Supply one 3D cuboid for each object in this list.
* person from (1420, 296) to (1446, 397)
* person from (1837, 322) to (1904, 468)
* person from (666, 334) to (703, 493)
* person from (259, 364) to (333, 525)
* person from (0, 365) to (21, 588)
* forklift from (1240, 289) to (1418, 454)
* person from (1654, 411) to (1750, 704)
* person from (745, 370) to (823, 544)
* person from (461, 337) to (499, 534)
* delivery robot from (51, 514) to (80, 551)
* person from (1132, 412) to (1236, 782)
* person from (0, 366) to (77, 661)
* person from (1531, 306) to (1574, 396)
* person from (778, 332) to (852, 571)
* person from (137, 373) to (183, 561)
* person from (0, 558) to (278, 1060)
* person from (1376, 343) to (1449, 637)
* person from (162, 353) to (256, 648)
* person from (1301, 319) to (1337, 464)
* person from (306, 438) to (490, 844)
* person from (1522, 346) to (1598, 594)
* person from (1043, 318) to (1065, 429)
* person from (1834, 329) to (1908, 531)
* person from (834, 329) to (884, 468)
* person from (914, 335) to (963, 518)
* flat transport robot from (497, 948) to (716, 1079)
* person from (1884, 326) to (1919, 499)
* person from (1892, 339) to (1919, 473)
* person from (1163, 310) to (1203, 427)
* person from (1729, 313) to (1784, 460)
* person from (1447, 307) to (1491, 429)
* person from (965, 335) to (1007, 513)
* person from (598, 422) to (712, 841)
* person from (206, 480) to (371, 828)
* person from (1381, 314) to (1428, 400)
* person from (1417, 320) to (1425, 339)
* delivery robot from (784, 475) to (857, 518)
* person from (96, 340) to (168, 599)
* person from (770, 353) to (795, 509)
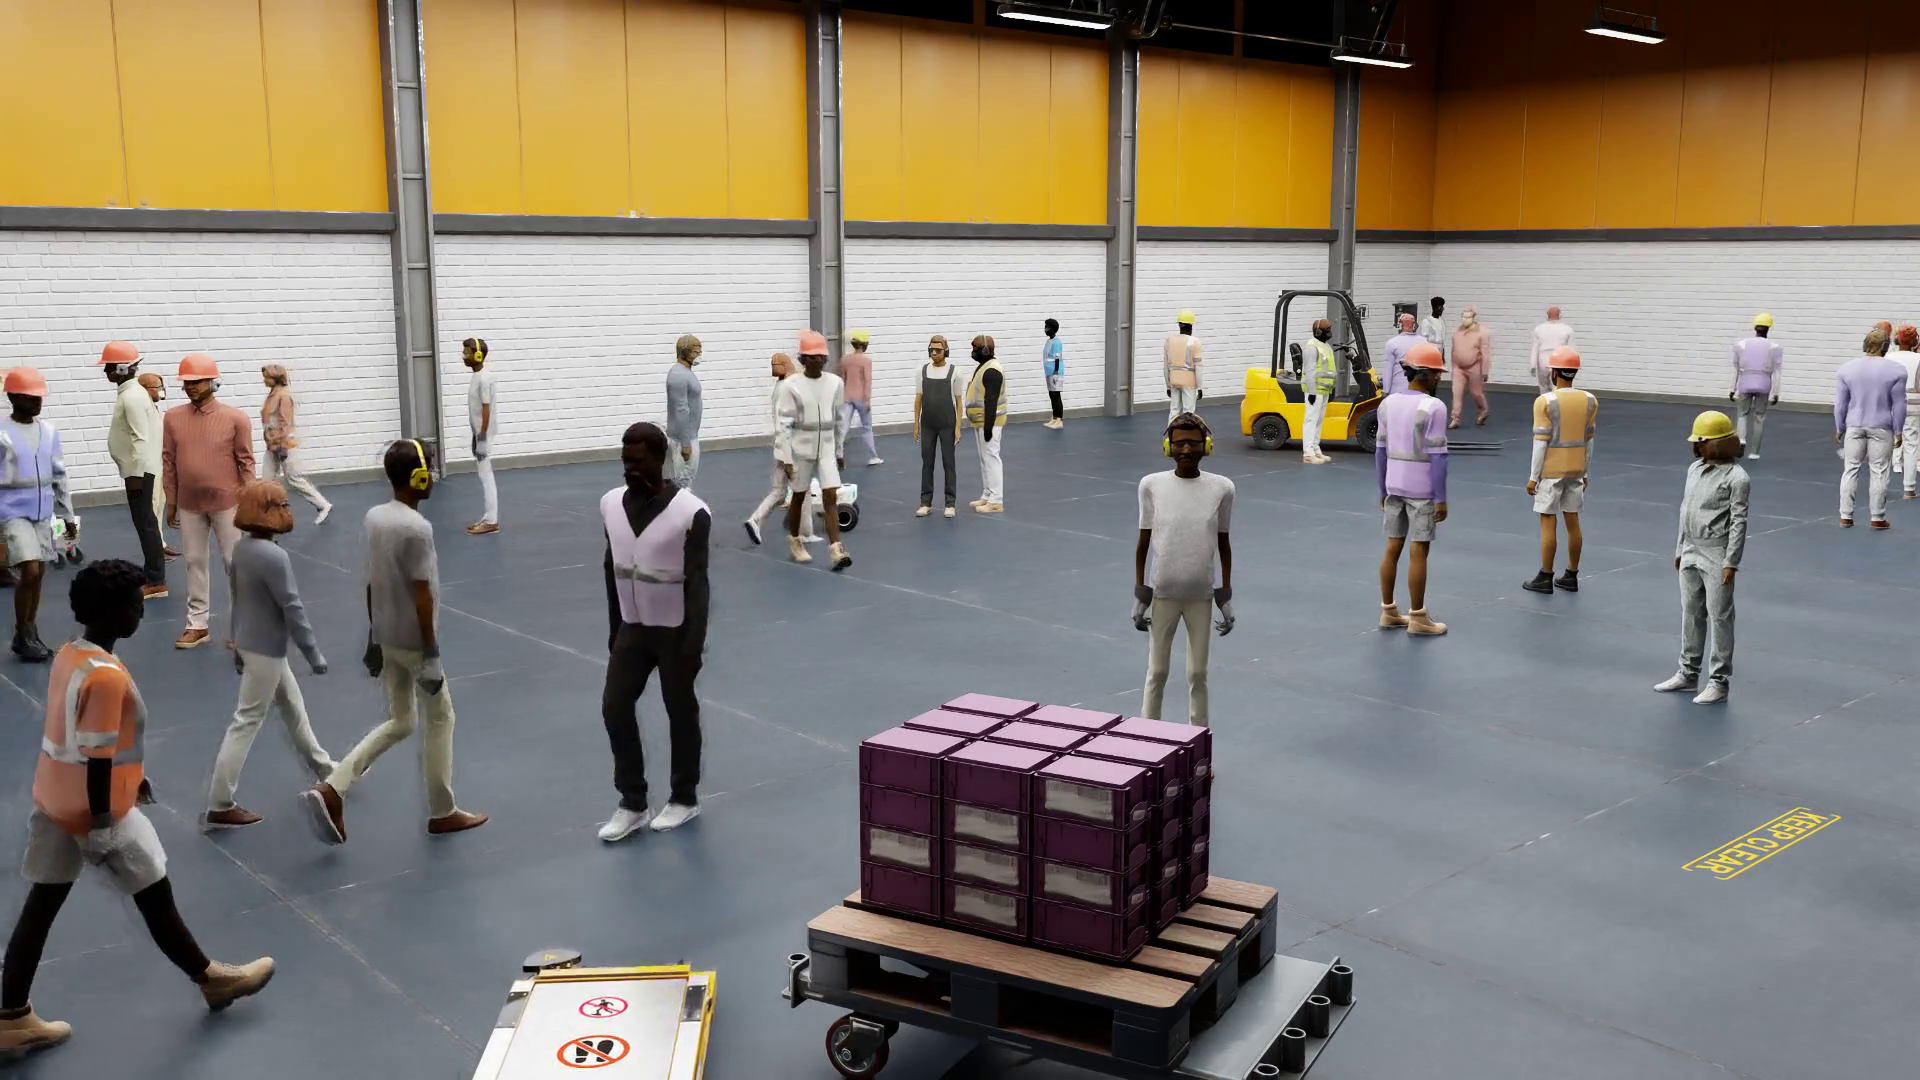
[{"bbox_3d":[8.097,-3.183,28.442,0.609,1.954,0.395,-8,13,-39],"label":"person"},{"bbox_3d":[11.670,-1.827,20.915,0.582,1.804,1.058,-9,13,-43],"label":"person"},{"bbox_3d":[-2.491,-0.908,15.173,0.373,1.935,0.627,-1,10,-6],"label":"person"},{"bbox_3d":[-6.553,-0.911,16.147,0.764,1.617,0.527,-9,13,-43],"label":"person"},{"bbox_3d":[-7.781,-0.546,13.130,0.680,1.920,0.551,-4,10,-20],"label":"person"},{"bbox_3d":[5.034,-2.339,22.783,2.313,2.155,1.214,3,10,16],"label":"forklift"},{"bbox_3d":[4.409,0.101,9.844,0.308,1.736,0.485,-3,10,-17],"label":"person"},{"bbox_3d":[-1.604,-0.739,15.117,0.715,1.613,0.525,-8,12,-39],"label":"person"},{"bbox_3d":[-4.565,-0.989,15.835,0.335,1.871,0.554,-4,10,-20],"label":"person"},{"bbox_3d":[-7.883,-0.088,14.125,0.707,0.478,0.477,0,10,2],"label":"delivery robot"},{"bbox_3d":[1.125,0.288,8.347,0.520,1.873,0.328,1,10,3],"label":"person"},{"bbox_3d":[-6.053,-0.162,10.809,0.557,1.924,0.597,4,10,22],"label":"person"},{"bbox_3d":[9.373,-2.779,26.349,0.639,1.862,0.935,5,11,28],"label":"person"},{"bbox_3d":[-1.222,-0.740,13.978,0.637,1.995,1.023,-5,11,-27],"label":"person"},{"bbox_3d":[-6.984,-0.633,14.436,0.277,1.633,0.507,-2,10,-12],"label":"person"},{"bbox_3d":[-2.837,0.873,5.563,0.892,1.632,0.551,-9,13,-42],"label":"person"},{"bbox_3d":[3.169,-0.350,11.598,0.394,2.038,0.606,-5,11,-29],"label":"person"},{"bbox_3d":[-5.050,-0.258,11.182,0.609,1.996,0.383,0,10,1],"label":"person"},{"bbox_3d":[4.584,-1.898,21.235,0.430,1.845,0.624,6,11,30],"label":"person"},{"bbox_3d":[-2.521,0.472,7.401,0.519,1.837,0.731,9,13,43],"label":"person"},{"bbox_3d":[4.685,-0.543,13.021,0.544,1.939,0.355,-3,10,-17],"label":"person"},{"bbox_3d":[1.427,-2.547,25.484,0.321,1.690,0.536,-2,10,-14],"label":"person"},{"bbox_3d":[8.772,-1.058,16.053,0.627,1.934,0.370,8,13,40],"label":"person"},{"bbox_3d":[-1.317,-1.755,20.729,0.535,1.727,0.878,7,12,36],"label":"person"},{"bbox_3d":[-0.221,-1.144,16.809,0.507,1.846,0.345,2,10,12],"label":"person"},{"bbox_3d":[-1.130,1.633,5.152,0.652,0.197,1.431,-1,10,-4],"label":"flat transport robot"},{"bbox_3d":[10.239,-1.385,18.111,0.574,1.883,0.361,6,11,30],"label":"person"},{"bbox_3d":[11.620,-1.624,20.223,0.514,1.641,0.307,1,10,5],"label":"person"},{"bbox_3d":[2.950,-2.056,21.908,0.587,1.928,0.362,8,13,40],"label":"person"},{"bbox_3d":[10.270,-1.972,21.469,0.603,1.909,0.450,6,11,31],"label":"person"},{"bbox_3d":[7.857,-2.638,25.517,0.648,1.873,0.878,9,13,42],"label":"person"},{"bbox_3d":[0.265,-1.203,17.209,0.430,1.835,0.622,-2,10,-9],"label":"person"},{"bbox_3d":[-1.419,0.422,7.471,0.629,1.894,0.697,5,11,25],"label":"person"},{"bbox_3d":[-3.192,0.517,7.800,0.857,1.592,0.497,-8,13,-39],"label":"person"},{"bbox_3d":[5.694,-1.945,21.352,0.645,1.903,0.401,-3,10,-18],"label":"person"},{"bbox_3d":[6.682,-2.465,24.775,0.525,1.769,0.315,-4,10,-20],"label":"person"},{"bbox_3d":[-1.351,-0.426,16.078,0.707,0.478,0.477,0,9,-2],"label":"delivery robot"},{"bbox_3d":[-6.376,-0.539,12.826,0.396,1.992,0.623,-5,11,-26],"label":"person"},{"bbox_3d":[-1.858,-1.138,17.390,0.282,1.633,0.498,-3,10,-16],"label":"person"}]
